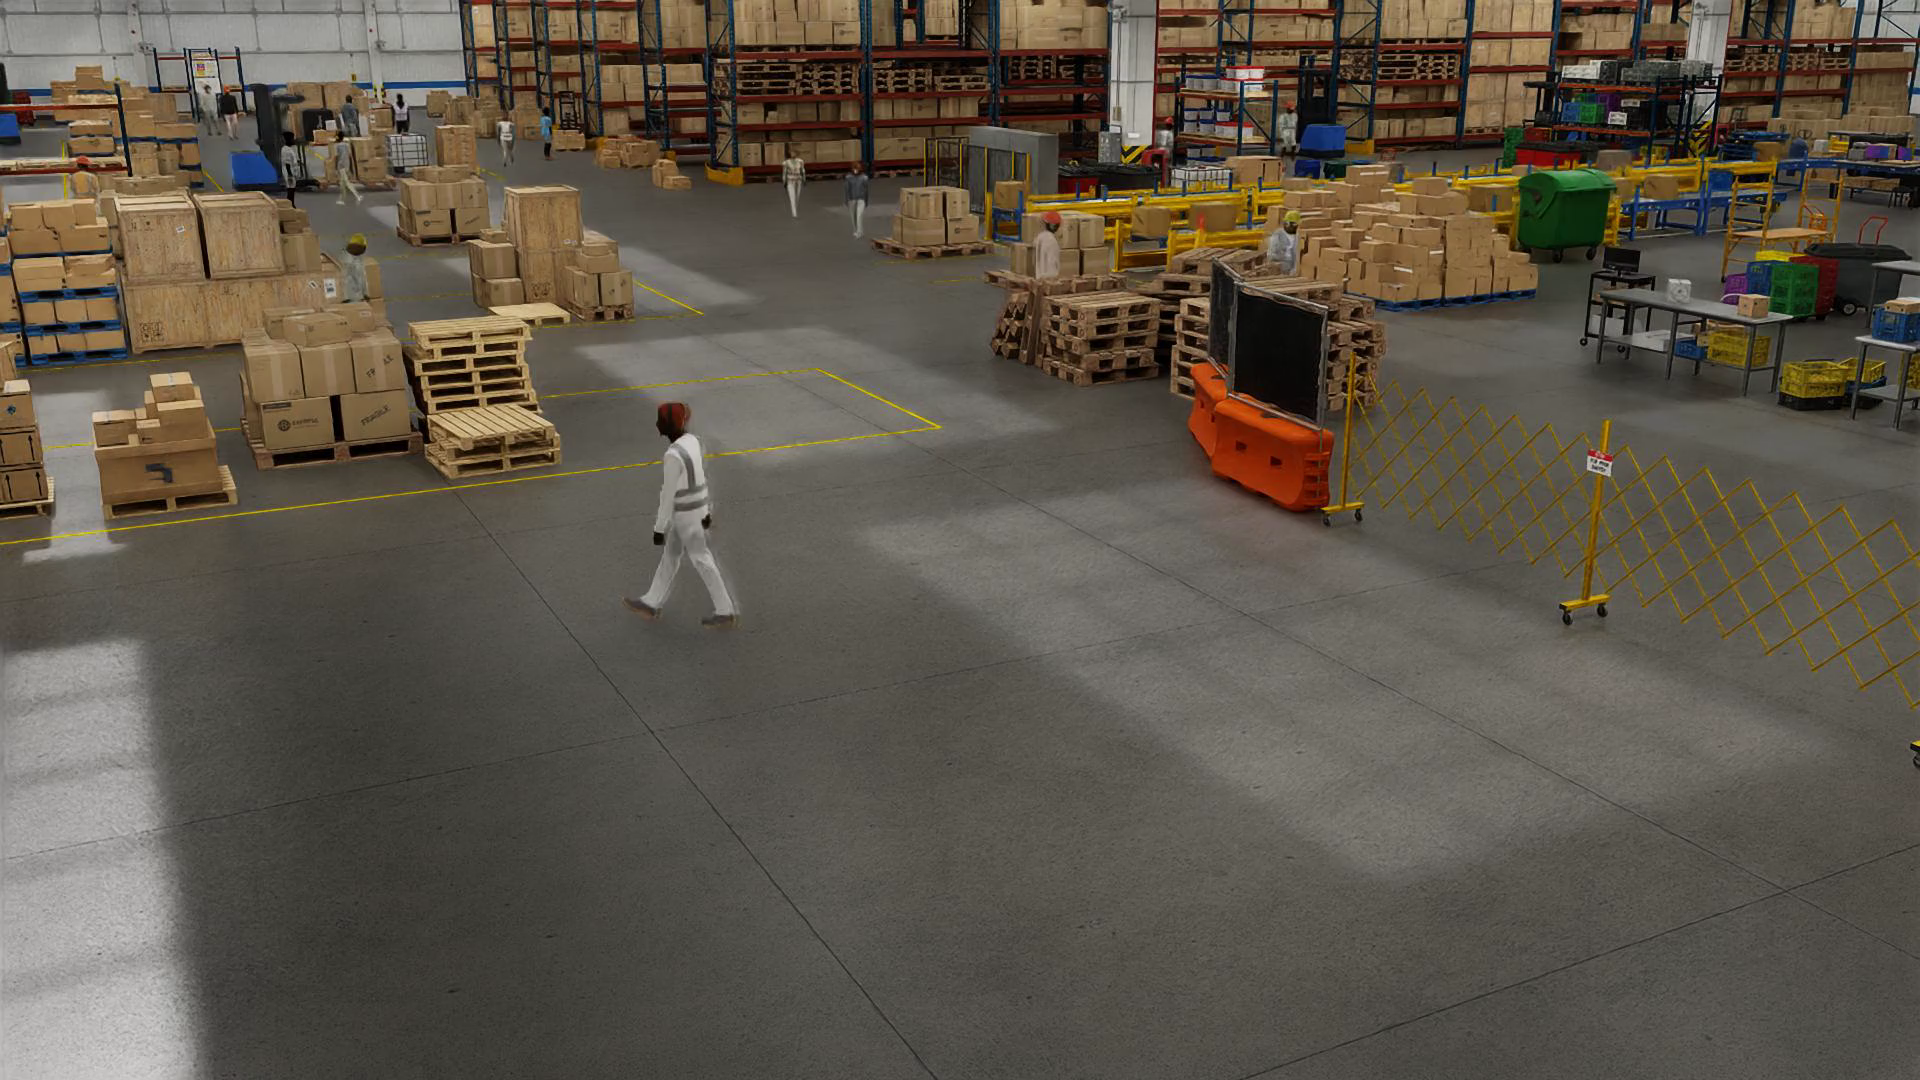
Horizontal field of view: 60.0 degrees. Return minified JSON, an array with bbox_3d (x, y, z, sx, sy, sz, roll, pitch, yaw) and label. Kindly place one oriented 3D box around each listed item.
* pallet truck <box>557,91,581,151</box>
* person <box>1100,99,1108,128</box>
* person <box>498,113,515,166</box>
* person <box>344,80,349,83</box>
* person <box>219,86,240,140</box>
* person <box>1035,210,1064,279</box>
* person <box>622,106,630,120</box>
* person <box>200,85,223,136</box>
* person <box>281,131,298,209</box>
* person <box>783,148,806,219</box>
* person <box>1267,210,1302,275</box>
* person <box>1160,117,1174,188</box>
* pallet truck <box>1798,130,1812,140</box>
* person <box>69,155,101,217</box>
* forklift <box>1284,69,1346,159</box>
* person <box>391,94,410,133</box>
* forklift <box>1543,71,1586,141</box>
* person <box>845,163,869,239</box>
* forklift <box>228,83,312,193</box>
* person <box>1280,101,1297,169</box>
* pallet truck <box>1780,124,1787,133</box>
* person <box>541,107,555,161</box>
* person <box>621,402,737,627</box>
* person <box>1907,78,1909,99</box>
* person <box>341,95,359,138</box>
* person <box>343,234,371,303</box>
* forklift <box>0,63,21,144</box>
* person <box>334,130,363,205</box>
[{"bbox_3d":[-13.495,-14.412,57.188,0.823,1.965,1.885,-3,18,-9],"label":"pallet truck"},{"bbox_3d":[6.026,-17.686,67.687,0.627,1.825,0.439,-11,21,-30],"label":"person"},{"bbox_3d":[-14.094,-12.429,51.655,0.527,1.599,0.858,-3,18,-9],"label":"person"},{"bbox_3d":[-25.022,-17.809,67.926,0.776,1.911,0.545,13,22,35],"label":"person"},{"bbox_3d":[-26.910,-15.724,61.316,0.665,1.965,0.729,-13,22,-35],"label":"person"},{"bbox_3d":[1.211,-3.804,24.165,0.765,1.968,0.615,-8,19,-24],"label":"person"},{"bbox_3d":[-12.427,-15.601,61.147,0.634,1.841,0.429,-13,22,-34],"label":"person"},{"bbox_3d":[-28.679,-16.430,63.654,0.648,1.888,0.995,-16,24,-41],"label":"person"},{"bbox_3d":[-15.873,-8.699,39.453,0.383,1.958,0.598,-5,18,-14],"label":"person"},{"bbox_3d":[-3.895,-8.378,38.999,0.518,1.612,0.732,-8,19,-23],"label":"person"},{"bbox_3d":[4.955,-4.143,25.488,0.610,1.801,0.501,-15,23,-39],"label":"person"},{"bbox_3d":[5.559,-10.442,44.940,0.808,1.917,0.549,-11,21,-31],"label":"person"},{"bbox_3d":[25.526,-11.556,49.408,1.630,1.274,0.653,-9,20,-26],"label":"pallet truck"},{"bbox_3d":[-17.619,-6.788,33.551,0.557,1.914,0.670,0,18,0],"label":"person"},{"bbox_3d":[11.615,-13.871,54.079,1.129,2.768,1.873,-9,20,-27],"label":"forklift"},{"bbox_3d":[-19.565,-14.644,58.166,0.611,1.860,0.855,-9,20,-25],"label":"person"},{"bbox_3d":[18.685,-13.231,52.085,1.873,2.768,1.129,-9,20,-26],"label":"forklift"},{"bbox_3d":[-2.198,-7.287,35.627,0.495,1.592,0.870,1,18,4],"label":"person"},{"bbox_3d":[-18.284,-10.567,43.777,1.873,2.768,1.129,-9,20,-26],"label":"forklift"},{"bbox_3d":[10.045,-12.285,50.540,0.643,2.001,0.964,-7,19,-22],"label":"person"},{"bbox_3d":[25.206,-12.542,52.601,1.601,1.201,0.680,0,18,-2],"label":"pallet truck"},{"bbox_3d":[-13.241,-13.030,53.365,0.317,1.696,0.538,-15,23,-39],"label":"person"},{"bbox_3d":[-2.242,-0.190,13.119,0.993,1.823,0.602,1,18,5],"label":"person"},{"bbox_3d":[39.160,-18.275,69.263,0.656,1.969,0.525,-8,20,-25],"label":"person"},{"bbox_3d":[-20.484,-13.986,55.957,0.631,1.939,0.369,9,20,26],"label":"person"},{"bbox_3d":[-8.506,-3.451,23.460,0.447,1.719,0.499,-1,18,-3],"label":"person"},{"bbox_3d":[-34.572,-15.629,59.561,1.129,2.768,1.873,-12,22,-34],"label":"forklift"},{"bbox_3d":[-15.281,-9.249,41.353,0.875,1.844,0.524,6,19,18],"label":"person"}]
